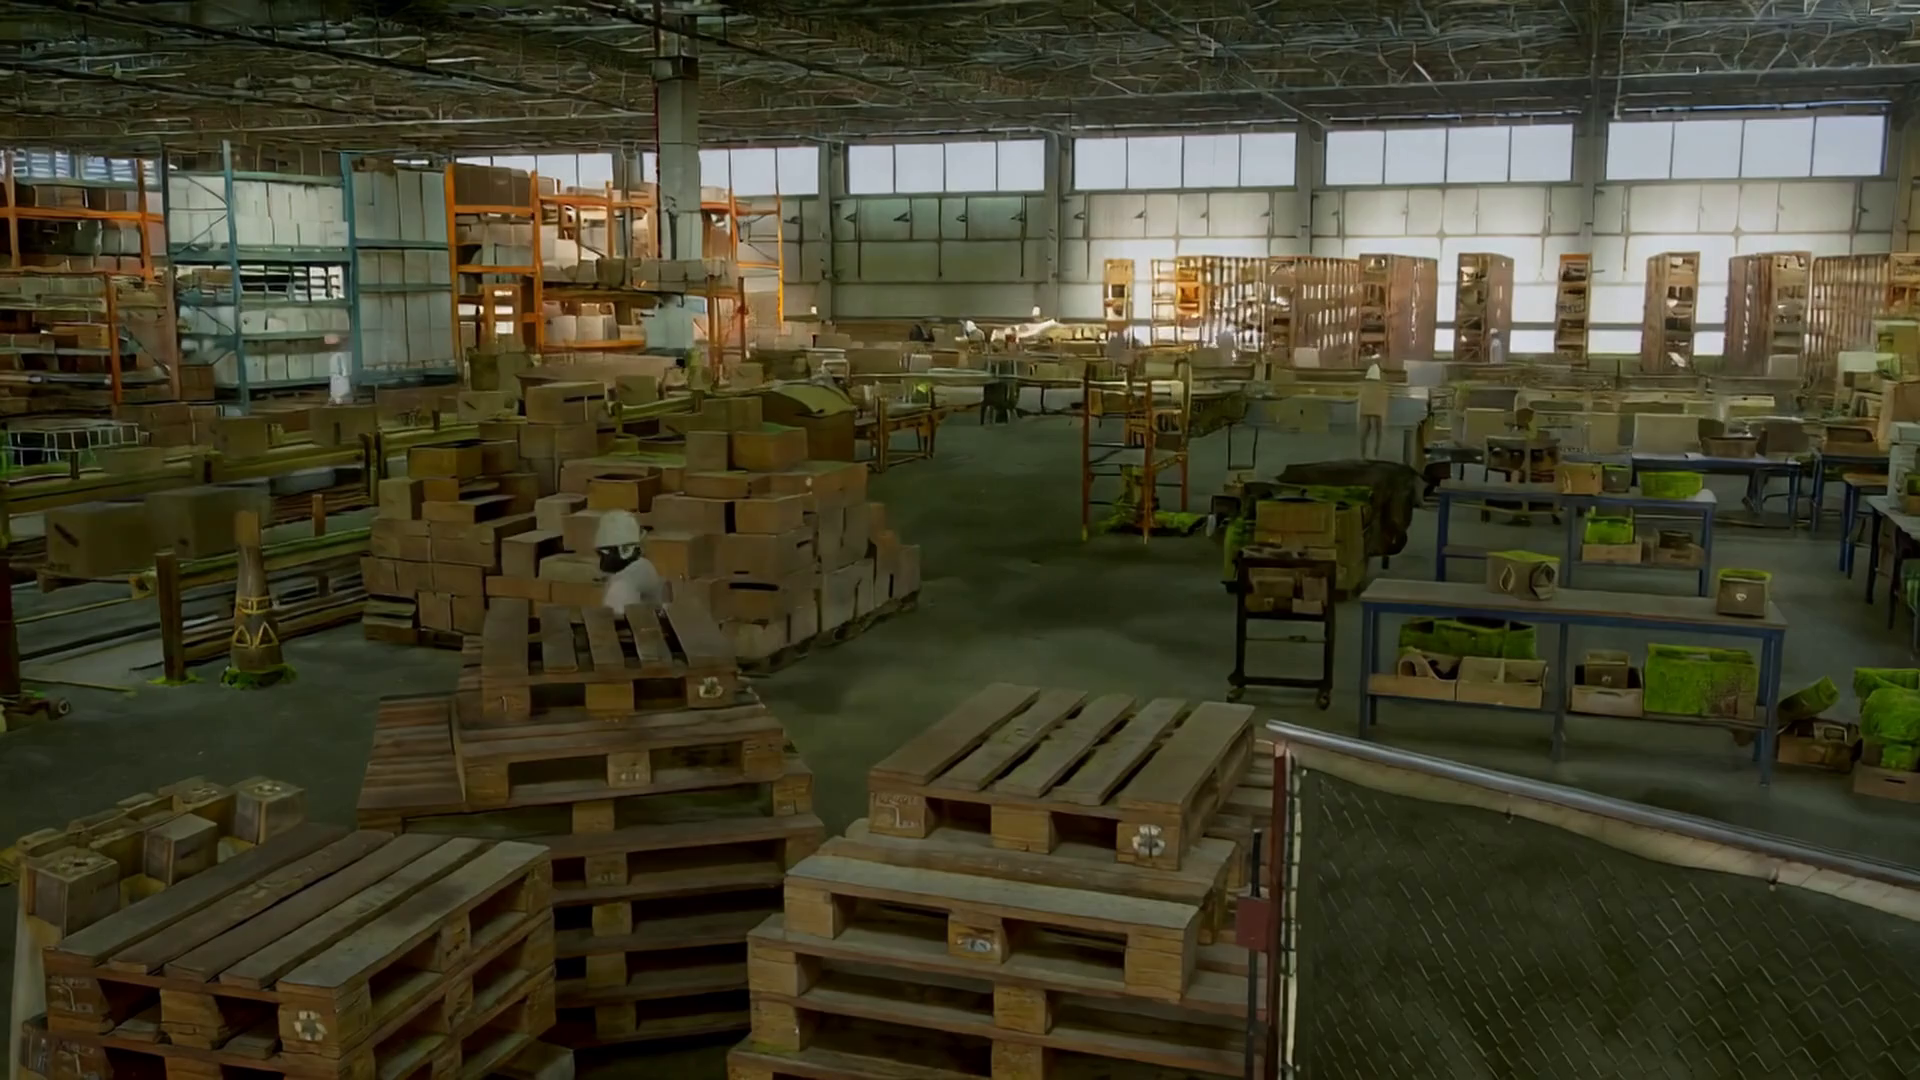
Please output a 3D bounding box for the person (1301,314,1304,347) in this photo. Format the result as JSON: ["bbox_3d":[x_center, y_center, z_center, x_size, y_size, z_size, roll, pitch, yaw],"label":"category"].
[{"bbox_3d":[10.736,-6.375,52.881,1.047,1.990,0.636,3,10,19],"label":"person"}]

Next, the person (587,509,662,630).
[{"bbox_3d":[-1.734,0.711,9.045,0.836,1.801,0.593,0,9,-1],"label":"person"}]

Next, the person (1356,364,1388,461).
[{"bbox_3d":[6.510,-1.962,26.307,0.498,1.634,0.281,5,10,30],"label":"person"}]

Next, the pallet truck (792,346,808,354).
[{"bbox_3d":[-3.705,-4.298,42.022,0.653,1.274,1.630,3,10,20],"label":"pallet truck"}]

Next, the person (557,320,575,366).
[{"bbox_3d":[-11.776,-5.712,49.632,0.534,1.713,0.939,3,10,19],"label":"person"}]

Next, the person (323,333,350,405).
[{"bbox_3d":[-10.886,-2.643,29.397,0.903,2.020,0.604,0,9,3],"label":"person"}]

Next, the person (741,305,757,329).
[{"bbox_3d":[-7.730,-7.620,60.899,0.638,1.930,0.464,4,10,22],"label":"person"}]

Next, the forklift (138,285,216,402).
[{"bbox_3d":[-17.480,-4.200,36.461,1.873,2.768,1.129,3,10,19],"label":"forklift"}]

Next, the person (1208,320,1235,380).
[{"bbox_3d":[6.889,-4.808,43.431,0.862,1.877,0.650,6,11,35],"label":"person"}]

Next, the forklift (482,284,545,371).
[{"bbox_3d":[-10.832,-4.702,39.610,1.129,2.768,1.873,3,10,20],"label":"forklift"}]

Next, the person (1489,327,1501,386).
[{"bbox_3d":[13.212,-4.386,41.127,0.319,1.767,0.525,1,9,8],"label":"person"}]

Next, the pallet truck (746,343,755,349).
[{"bbox_3d":[-6.183,-4.618,44.264,1.601,1.201,0.680,-9,12,-43],"label":"pallet truck"}]

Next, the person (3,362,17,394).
[{"bbox_3d":[-19.644,-3.271,34.241,0.890,1.725,0.525,3,10,20],"label":"person"}]
